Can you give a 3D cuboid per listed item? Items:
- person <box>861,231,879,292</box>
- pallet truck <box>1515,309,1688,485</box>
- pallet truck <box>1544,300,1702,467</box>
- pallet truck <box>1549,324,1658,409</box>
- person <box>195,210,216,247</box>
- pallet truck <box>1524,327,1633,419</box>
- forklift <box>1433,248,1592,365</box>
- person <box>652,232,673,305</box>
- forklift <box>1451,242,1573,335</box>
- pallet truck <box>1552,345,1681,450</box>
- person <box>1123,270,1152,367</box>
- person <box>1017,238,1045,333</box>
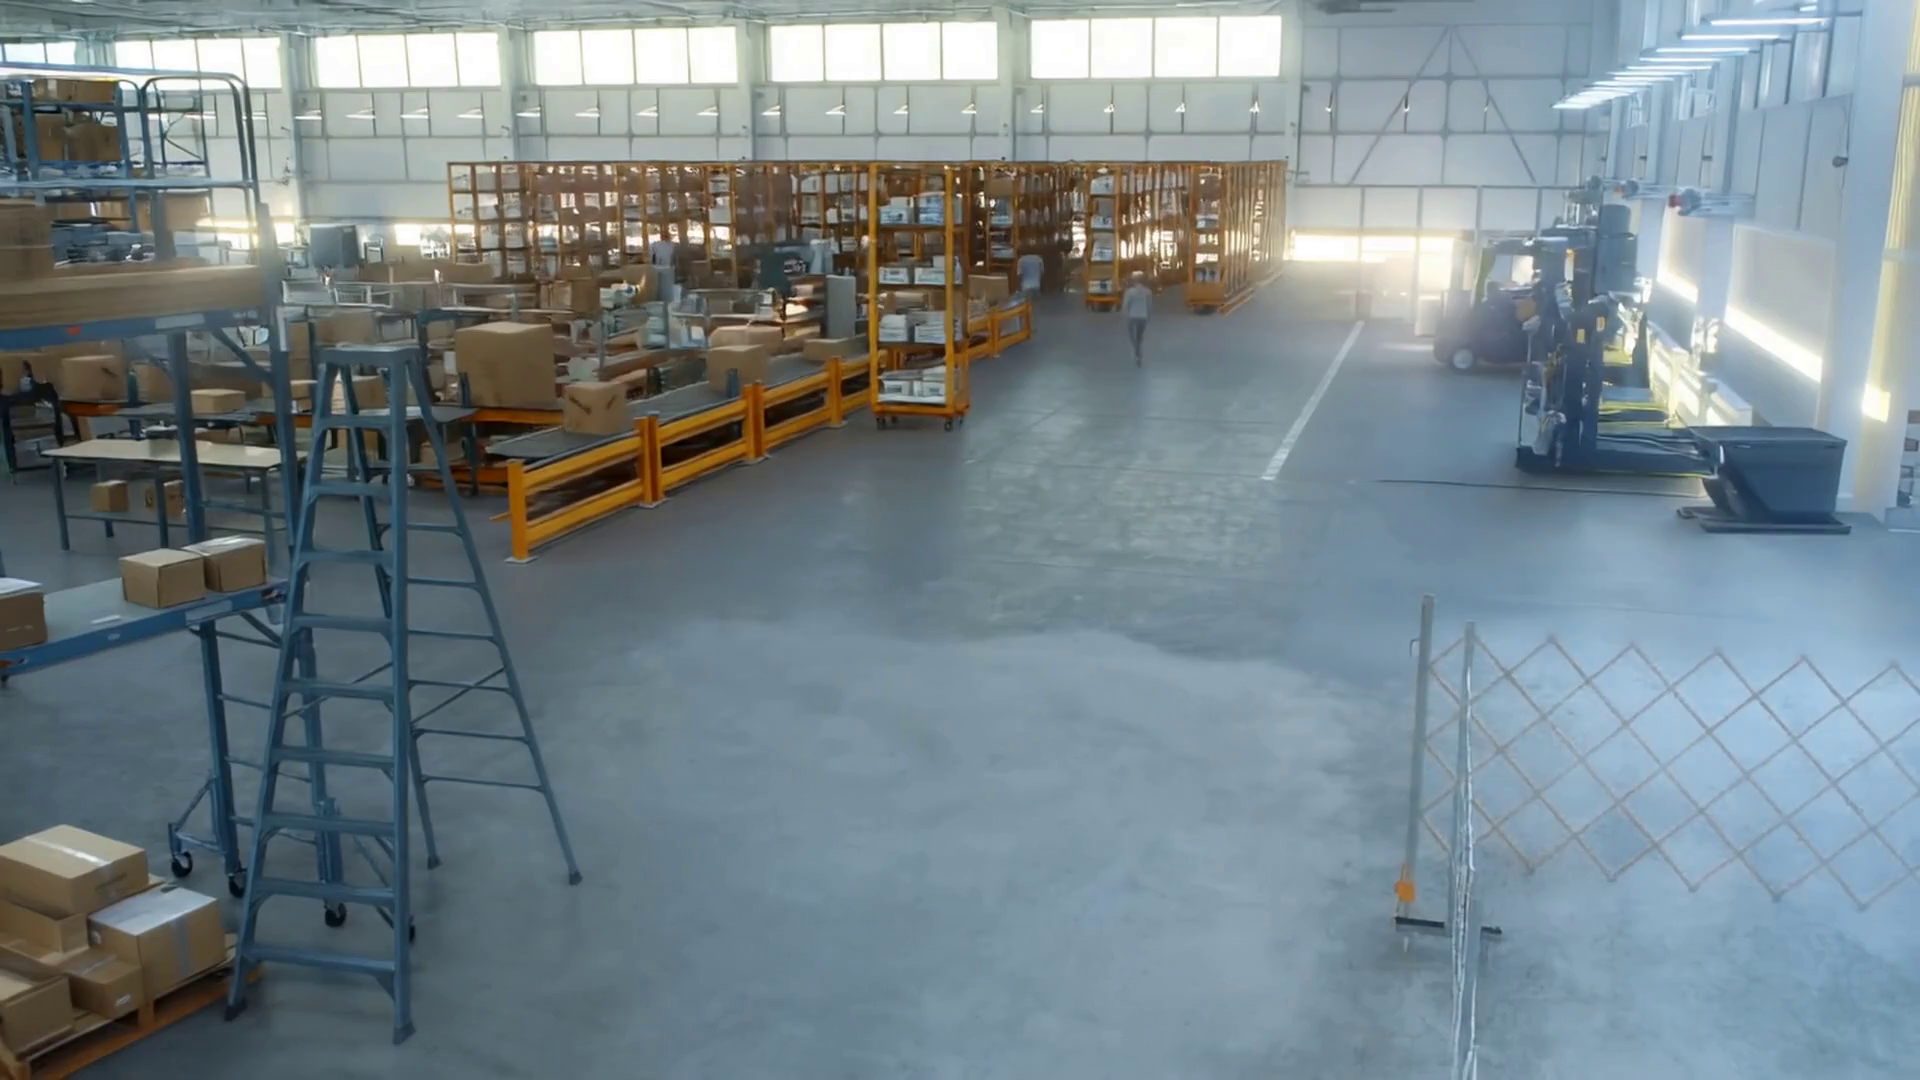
[{"bbox_3d":[-2.344,-7.308,44.185,0.645,1.807,0.585,12,18,41],"label":"person"},{"bbox_3d":[7.554,-1.677,19.446,1.885,1.965,0.823,3,13,14],"label":"pallet truck"},{"bbox_3d":[8.263,-1.952,20.631,1.885,1.965,0.823,5,14,20],"label":"pallet truck"},{"bbox_3d":[9.824,-2.669,25.407,1.601,1.201,0.680,4,14,16],"label":"pallet truck"},{"bbox_3d":[-24.868,-9.878,54.872,0.386,1.992,0.625,9,16,34],"label":"person"},{"bbox_3d":[9.065,-2.460,24.370,1.522,1.261,0.704,3,13,14],"label":"pallet truck"},{"bbox_3d":[9.780,-4.111,29.280,2.680,1.987,1.157,3,13,14],"label":"forklift"},{"bbox_3d":[-7.569,-6.919,42.425,0.571,1.840,0.373,-10,16,-36],"label":"person"},{"bbox_3d":[10.464,-4.597,31.405,2.680,1.987,1.157,4,14,16],"label":"forklift"},{"bbox_3d":[8.641,-1.896,21.908,1.630,1.274,0.653,4,14,16],"label":"pallet truck"},{"bbox_3d":[3.240,-4.011,30.110,0.528,1.737,0.821,-3,13,-14],"label":"person"},{"bbox_3d":[1.454,-5.482,35.857,0.637,2.007,0.846,-6,15,-26],"label":"person"}]
